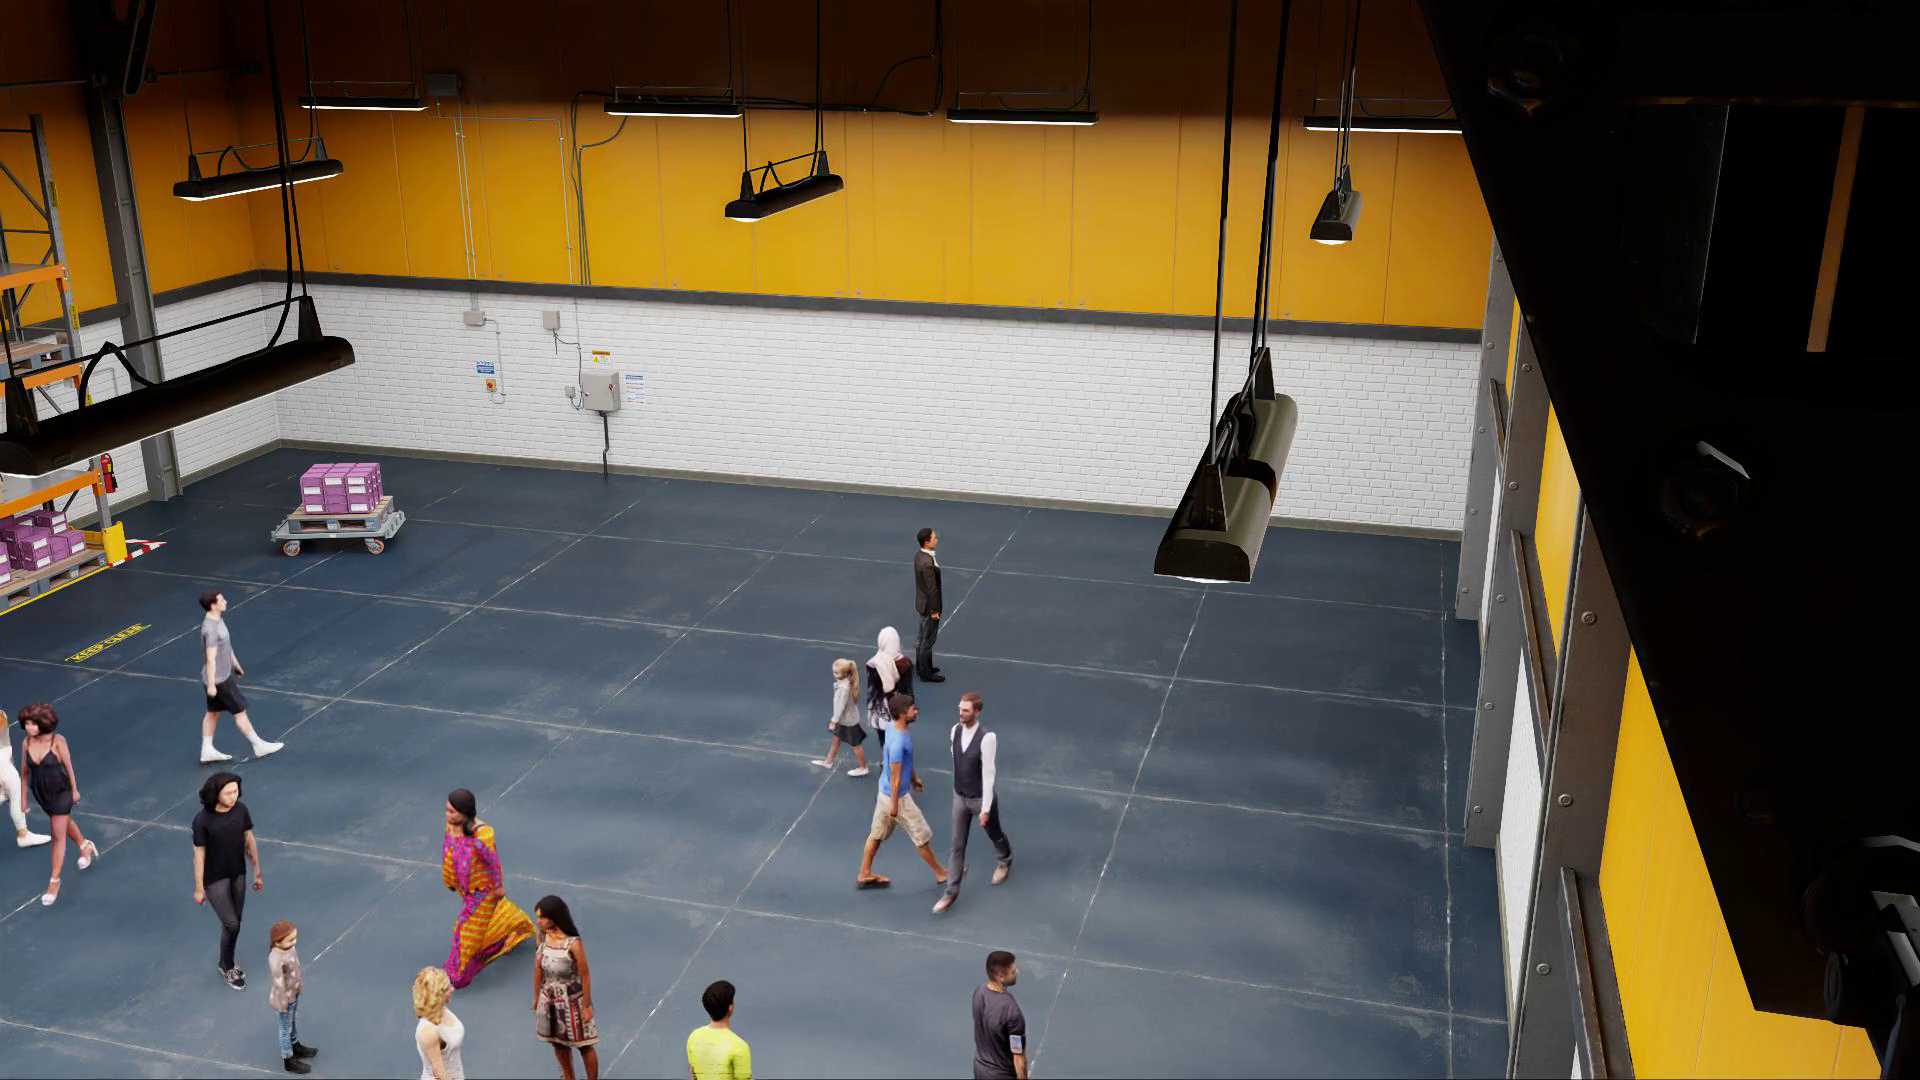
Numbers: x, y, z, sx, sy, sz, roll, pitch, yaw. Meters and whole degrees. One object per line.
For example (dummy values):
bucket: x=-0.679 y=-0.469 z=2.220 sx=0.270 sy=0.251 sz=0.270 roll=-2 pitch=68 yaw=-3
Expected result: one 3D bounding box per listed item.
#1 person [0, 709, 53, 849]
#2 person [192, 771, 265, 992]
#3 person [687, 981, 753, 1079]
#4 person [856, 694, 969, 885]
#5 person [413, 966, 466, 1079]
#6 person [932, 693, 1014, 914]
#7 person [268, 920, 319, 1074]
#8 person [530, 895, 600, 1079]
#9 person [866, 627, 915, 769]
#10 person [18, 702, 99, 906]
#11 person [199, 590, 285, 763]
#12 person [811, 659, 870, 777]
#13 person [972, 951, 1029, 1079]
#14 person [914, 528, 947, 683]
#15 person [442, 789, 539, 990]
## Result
person: x=-8.813 y=2.052 z=15.102 sx=1.030 sy=1.702 sz=0.982 roll=-10 pitch=21 yaw=-26
person: x=-5.878 y=2.635 z=13.191 sx=0.819 sy=1.816 sz=0.708 roll=12 pitch=22 yaw=33
person: x=-1.520 y=3.611 z=10.478 sx=0.703 sy=1.700 sz=0.680 roll=8 pitch=20 yaw=23
person: x=-0.641 y=2.213 z=14.443 sx=1.044 sy=1.817 sz=1.233 roll=-3 pitch=19 yaw=-8
person: x=-3.400 y=3.534 z=10.764 sx=0.853 sy=1.662 sz=0.904 roll=-3 pitch=19 yaw=-8
person: x=0.195 y=2.194 z=14.363 sx=1.022 sy=1.904 sz=1.351 roll=15 pitch=23 yaw=37
person: x=-4.931 y=3.313 z=12.163 sx=0.588 sy=1.188 sz=0.479 roll=-1 pitch=19 yaw=-2
person: x=-2.759 y=3.225 z=11.712 sx=0.728 sy=1.642 sz=0.644 roll=8 pitch=20 yaw=22
person: x=-0.636 y=1.705 z=16.314 sx=1.074 sy=1.586 sz=1.221 roll=-8 pitch=20 yaw=-22
person: x=-7.882 y=2.220 z=14.549 sx=0.735 sy=1.737 sz=1.146 roll=1 pitch=19 yaw=2
person: x=-7.597 y=1.404 z=16.801 sx=1.101 sy=1.845 sz=1.117 roll=-6 pitch=20 yaw=-18
person: x=-1.066 y=1.779 z=16.617 sx=0.742 sy=1.252 sz=0.803 roll=-3 pitch=19 yaw=-8
person: x=0.241 y=3.469 z=10.800 sx=0.766 sy=1.762 sz=0.725 roll=-13 pitch=22 yaw=-33
person: x=-0.368 y=0.718 z=18.902 sx=0.818 sy=1.805 sz=0.672 roll=-5 pitch=19 yaw=-14
person: x=-3.801 y=2.696 z=13.282 sx=0.995 sy=1.643 sz=1.297 roll=15 pitch=23 yaw=37
